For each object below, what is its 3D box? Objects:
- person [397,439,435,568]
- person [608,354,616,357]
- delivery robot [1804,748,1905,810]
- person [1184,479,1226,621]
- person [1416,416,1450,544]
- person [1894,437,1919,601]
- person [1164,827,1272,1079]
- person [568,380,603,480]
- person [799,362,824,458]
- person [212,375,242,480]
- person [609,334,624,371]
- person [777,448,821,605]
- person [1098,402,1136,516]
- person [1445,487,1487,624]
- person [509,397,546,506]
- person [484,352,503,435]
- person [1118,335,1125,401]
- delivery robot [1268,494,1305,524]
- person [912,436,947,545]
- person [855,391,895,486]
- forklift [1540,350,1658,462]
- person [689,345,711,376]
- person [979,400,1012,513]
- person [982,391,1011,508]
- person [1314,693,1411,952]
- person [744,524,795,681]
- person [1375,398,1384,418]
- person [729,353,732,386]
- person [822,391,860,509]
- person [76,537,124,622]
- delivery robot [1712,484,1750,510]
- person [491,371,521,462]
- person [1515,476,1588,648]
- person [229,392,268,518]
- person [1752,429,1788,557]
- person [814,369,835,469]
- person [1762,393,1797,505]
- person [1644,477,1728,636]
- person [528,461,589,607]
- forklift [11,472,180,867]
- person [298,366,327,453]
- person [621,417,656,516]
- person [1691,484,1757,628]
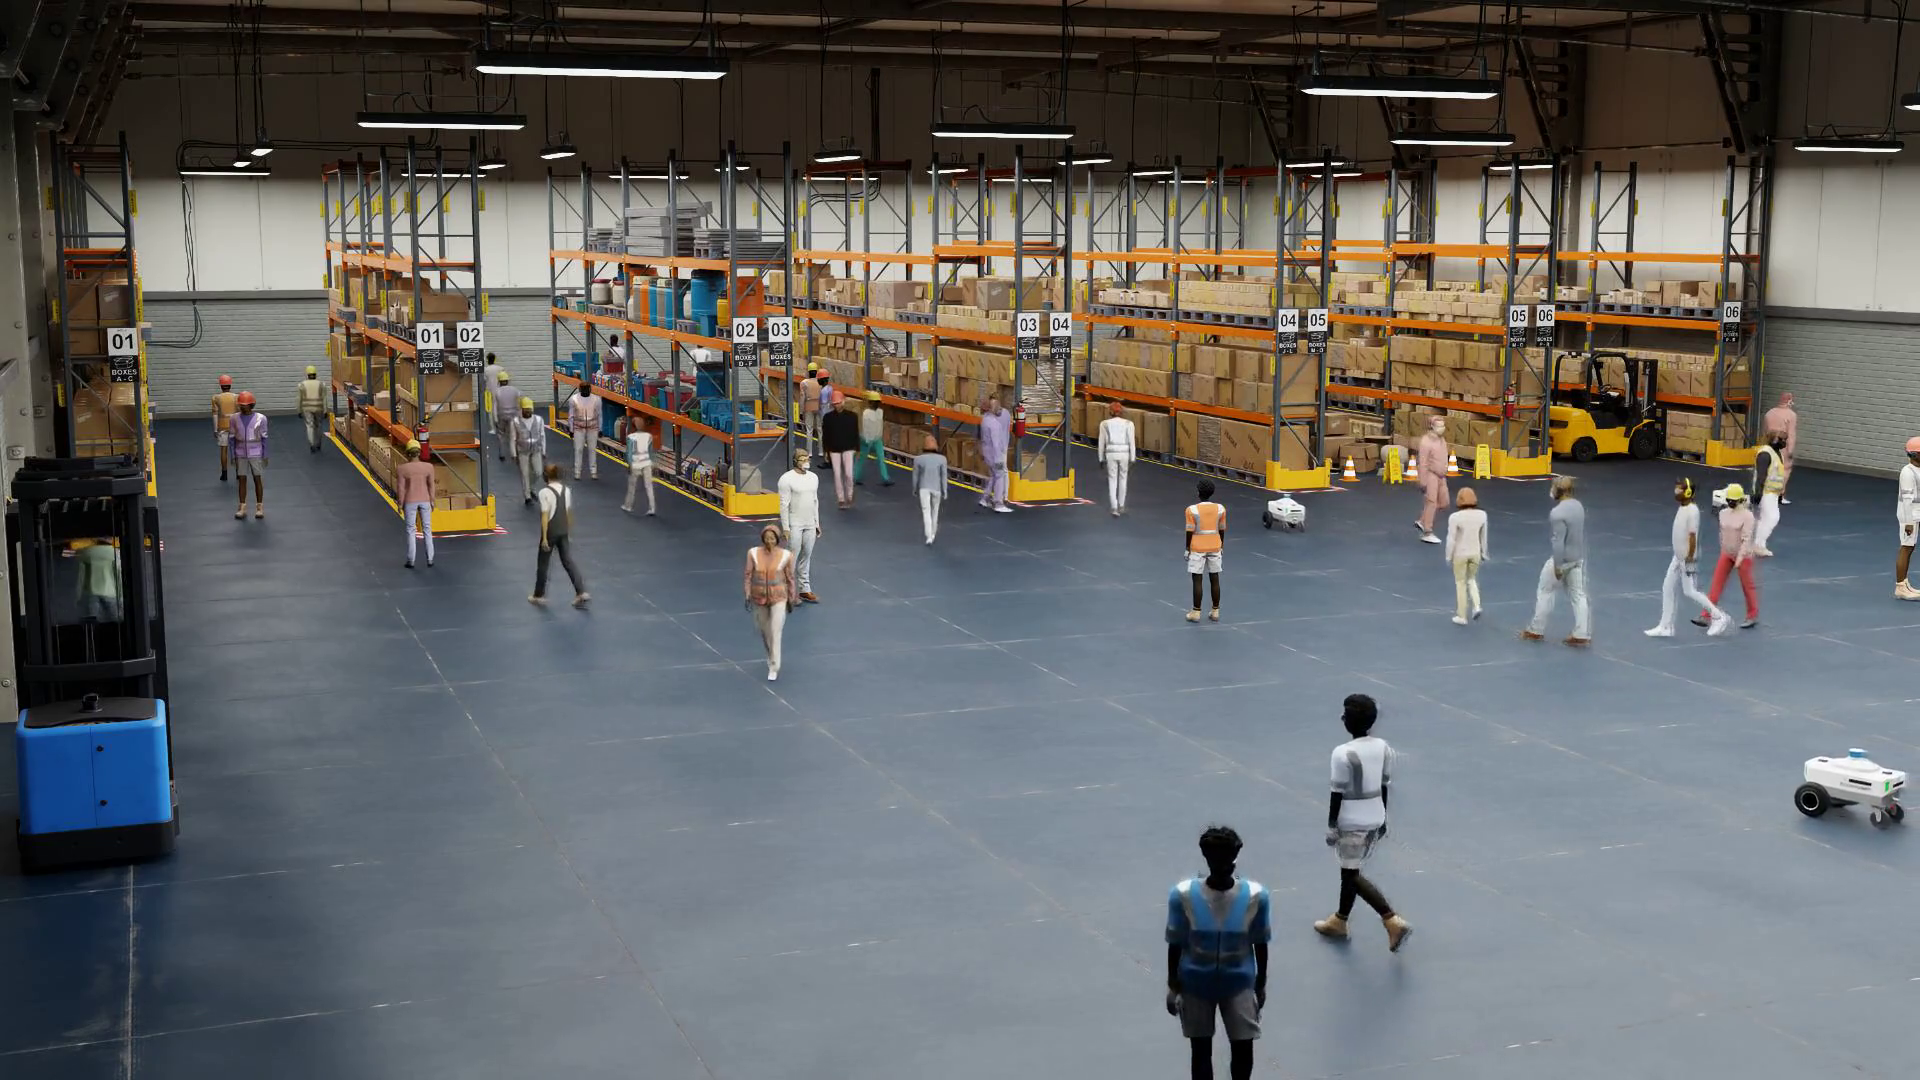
[{"bbox_3d":[-7.481,-0.508,28.808,0.535,1.765,0.323,-5,10,-29],"label":"person"},{"bbox_3d":[-8.513,-3.744,50.978,0.509,1.589,0.889,-4,9,-24],"label":"person"},{"bbox_3d":[7.094,1.899,16.607,0.477,0.478,0.707,-8,11,-42],"label":"delivery robot"},{"bbox_3d":[2.904,0.116,24.874,0.539,1.696,0.317,-3,9,-20],"label":"person"},{"bbox_3d":[7.009,-0.900,30.996,0.454,1.890,0.662,7,11,38],"label":"person"},{"bbox_3d":[12.001,-0.282,26.366,0.370,2.048,0.607,5,10,32],"label":"person"},{"bbox_3d":[1.300,2.263,10.600,0.542,1.687,0.363,1,9,6],"label":"person"},{"bbox_3d":[-6.929,-2.036,38.752,0.634,1.839,0.429,-2,9,-14],"label":"person"},{"bbox_3d":[-2.974,-2.633,42.447,0.594,1.923,0.371,-3,9,-22],"label":"person"},{"bbox_3d":[-13.532,-2.083,38.725,0.545,1.943,0.347,-4,9,-24],"label":"person"},{"bbox_3d":[-8.802,-4.314,53.677,0.372,1.916,0.596,3,9,19],"label":"person"},{"bbox_3d":[-1.979,-0.177,26.026,0.372,1.940,0.627,8,11,42],"label":"person"},{"bbox_3d":[2.558,-1.323,34.010,0.617,1.826,1.010,0,9,1],"label":"person"},{"bbox_3d":[5.946,0.185,24.635,0.526,1.619,0.346,-3,9,-17],"label":"person"},{"bbox_3d":[-7.246,-1.488,35.155,0.623,1.818,0.430,-4,9,-24],"label":"person"},{"bbox_3d":[-10.499,-3.299,47.112,0.556,1.858,0.433,-4,9,-25],"label":"person"},{"bbox_3d":[4.152,-4.412,54.571,0.444,1.847,0.563,-5,10,-31],"label":"person"},{"bbox_3d":[5.046,-0.466,32.378,0.477,0.478,0.707,-2,9,-16],"label":"delivery robot"},{"bbox_3d":[-0.448,-0.739,30.930,0.513,1.590,0.846,-1,9,-6],"label":"person"},{"bbox_3d":[-1.587,-1.830,37.795,0.541,1.715,0.921,-8,12,-43],"label":"person"},{"bbox_3d":[12.897,-2.725,42.309,2.313,2.155,1.214,-3,9,-21],"label":"forklift"},{"bbox_3d":[-6.595,-4.223,53.076,0.575,1.910,0.783,-2,9,-14],"label":"person"},{"bbox_3d":[0.608,-1.367,34.191,0.469,1.869,0.670,-2,9,-13],"label":"person"},{"bbox_3d":[0.595,-1.509,34.909,0.377,1.940,0.628,8,11,41],"label":"person"},{"bbox_3d":[2.625,1.825,13.547,0.536,1.671,0.749,-8,12,-44],"label":"person"},{"bbox_3d":[-1.970,0.610,21.848,0.512,1.608,0.713,1,9,9],"label":"person"},{"bbox_3d":[9.781,-3.436,48.447,0.490,1.736,0.323,7,11,40],"label":"person"},{"bbox_3d":[-4.987,-3.102,45.435,0.362,1.963,0.613,0,9,1],"label":"person"},{"bbox_3d":[-1.974,-1.480,34.617,0.629,1.963,0.618,0,9,2],"label":"person"},{"bbox_3d":[-9.012,0.609,21.913,0.549,1.604,0.506,0,9,1],"label":"person"},{"bbox_3d":[12.393,-0.659,33.647,0.477,0.478,0.707,-1,9,-5],"label":"delivery robot"},{"bbox_3d":[-9.002,-2.448,41.616,0.593,1.807,0.757,-4,9,-24],"label":"person"},{"bbox_3d":[6.672,0.228,23.457,0.655,1.903,0.911,-8,12,-43],"label":"person"},{"bbox_3d":[-11.436,-1.371,33.666,0.605,2.036,0.393,-1,9,-5],"label":"person"},{"bbox_3d":[11.489,-0.664,29.674,0.470,1.817,0.645,7,11,39],"label":"person"},{"bbox_3d":[-2.627,-2.357,40.620,0.391,1.930,0.554,2,9,10],"label":"person"},{"bbox_3d":[13.842,-1.547,35.366,0.425,1.884,0.680,-4,10,-27],"label":"person"},{"bbox_3d":[8.319,0.196,23.872,0.841,1.847,0.521,0,9,1],"label":"person"},{"bbox_3d":[-4.948,-0.073,25.799,0.952,1.808,0.526,6,11,37],"label":"person"},{"bbox_3d":[-6.630,0.886,15.957,1.129,2.768,1.873,-3,9,-21],"label":"forklift"},{"bbox_3d":[-13.443,-2.719,43.476,0.592,1.798,0.882,-2,9,-15],"label":"person"},{"bbox_3d":[-5.201,-1.201,34.003,0.540,1.587,0.878,-7,11,-39],"label":"person"},{"bbox_3d":[8.981,0.193,24.331,0.876,1.708,0.522,-5,10,-32],"label":"person"}]
